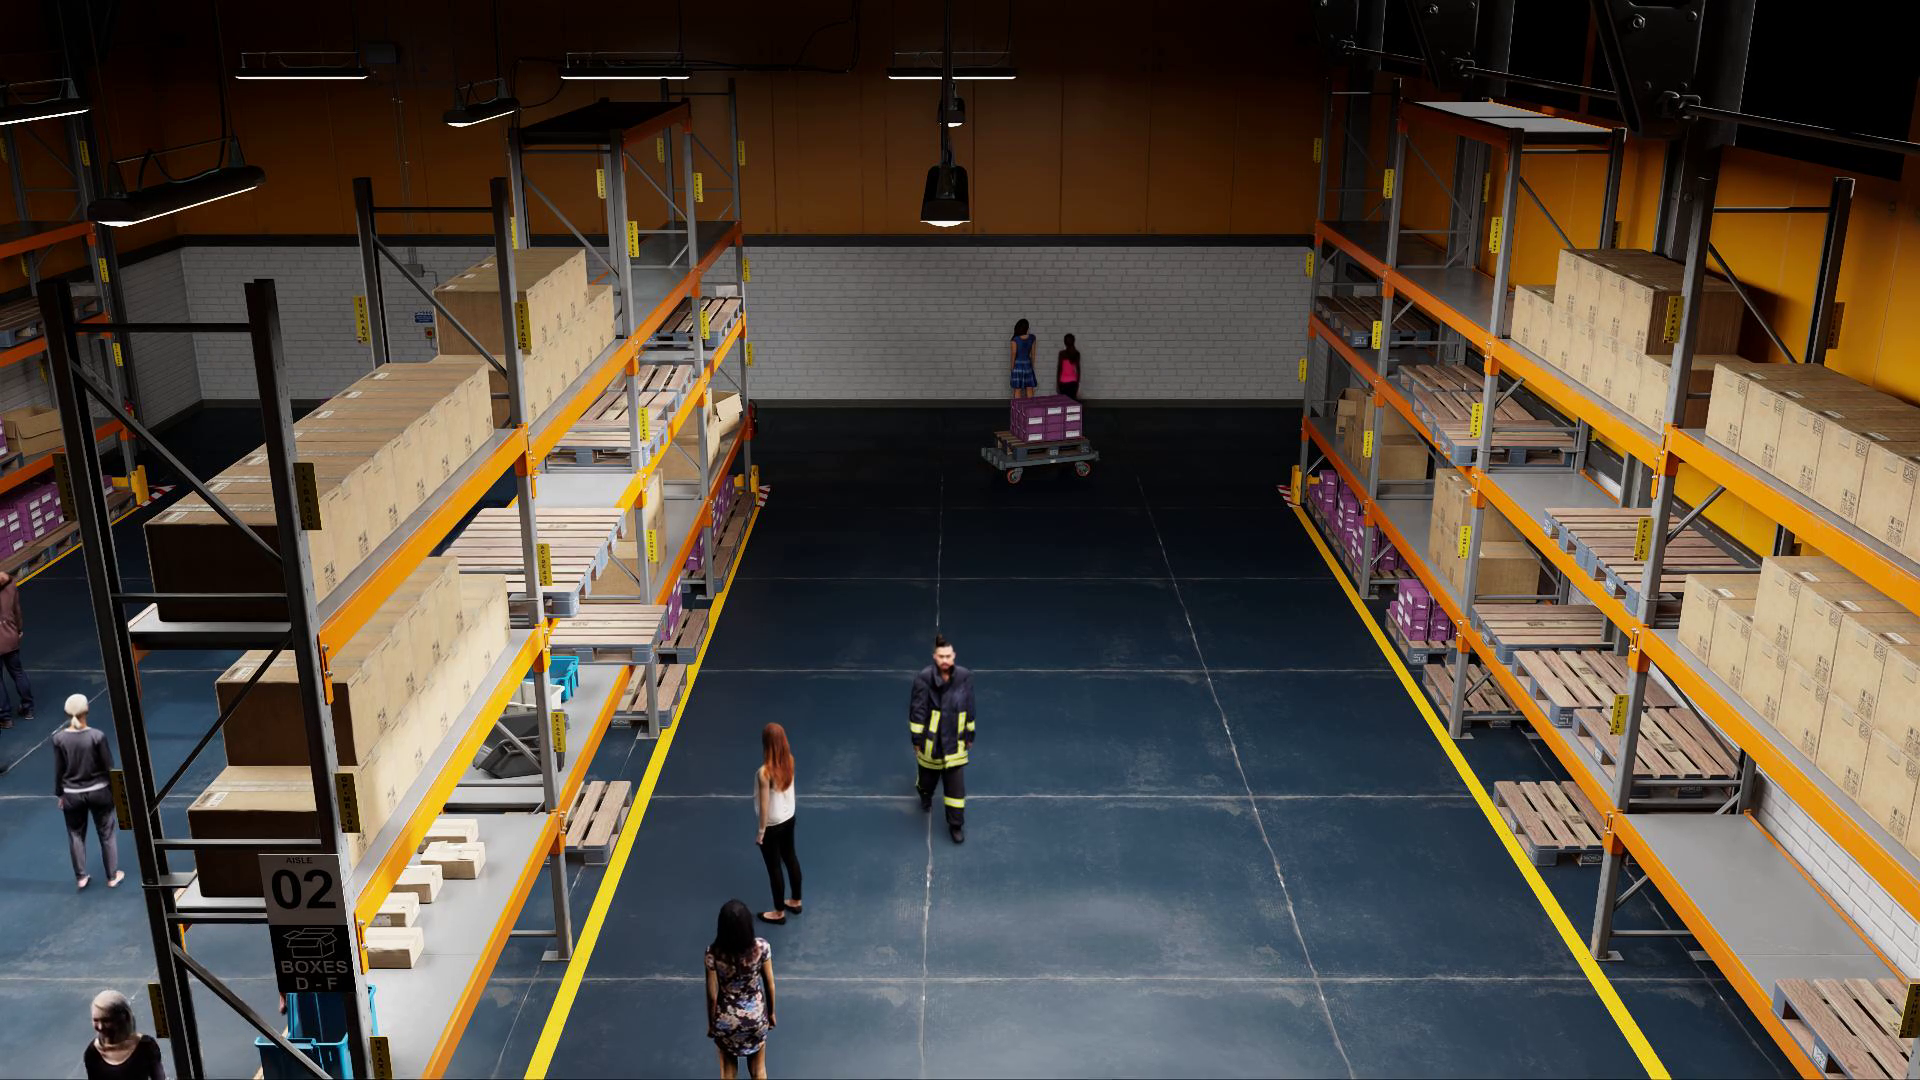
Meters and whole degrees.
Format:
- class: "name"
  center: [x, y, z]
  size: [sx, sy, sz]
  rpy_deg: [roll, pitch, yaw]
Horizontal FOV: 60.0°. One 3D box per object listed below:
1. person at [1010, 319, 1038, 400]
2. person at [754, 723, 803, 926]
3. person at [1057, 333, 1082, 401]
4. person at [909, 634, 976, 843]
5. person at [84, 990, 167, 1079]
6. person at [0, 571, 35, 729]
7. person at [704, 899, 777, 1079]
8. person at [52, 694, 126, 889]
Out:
- class: "person"
  center: [1.070, -2.898, 28.492]
  size: [0.750, 1.806, 0.738]
  rpy_deg: [-10, 21, -26]
- class: "person"
  center: [-1.455, 2.258, 13.314]
  size: [0.715, 1.721, 0.609]
  rpy_deg: [12, 22, 31]
- class: "person"
  center: [1.821, -2.546, 27.633]
  size: [0.687, 1.686, 1.051]
  rpy_deg: [-3, 19, -8]
- class: "person"
  center: [-0.164, 1.704, 14.788]
  size: [0.842, 1.829, 1.101]
  rpy_deg: [-3, 19, -8]
- class: "person"
  center: [-4.803, 3.401, 9.767]
  size: [0.629, 1.818, 0.708]
  rpy_deg: [-2, 19, -5]
- class: "person"
  center: [-9.769, 0.998, 16.861]
  size: [0.927, 1.845, 0.805]
  rpy_deg: [10, 21, 28]
- class: "person"
  center: [-1.427, 3.109, 10.768]
  size: [0.654, 1.733, 0.594]
  rpy_deg: [-5, 19, -14]
- class: "person"
  center: [-7.257, 2.092, 13.800]
  size: [0.684, 1.726, 0.613]
  rpy_deg: [-5, 19, -14]
